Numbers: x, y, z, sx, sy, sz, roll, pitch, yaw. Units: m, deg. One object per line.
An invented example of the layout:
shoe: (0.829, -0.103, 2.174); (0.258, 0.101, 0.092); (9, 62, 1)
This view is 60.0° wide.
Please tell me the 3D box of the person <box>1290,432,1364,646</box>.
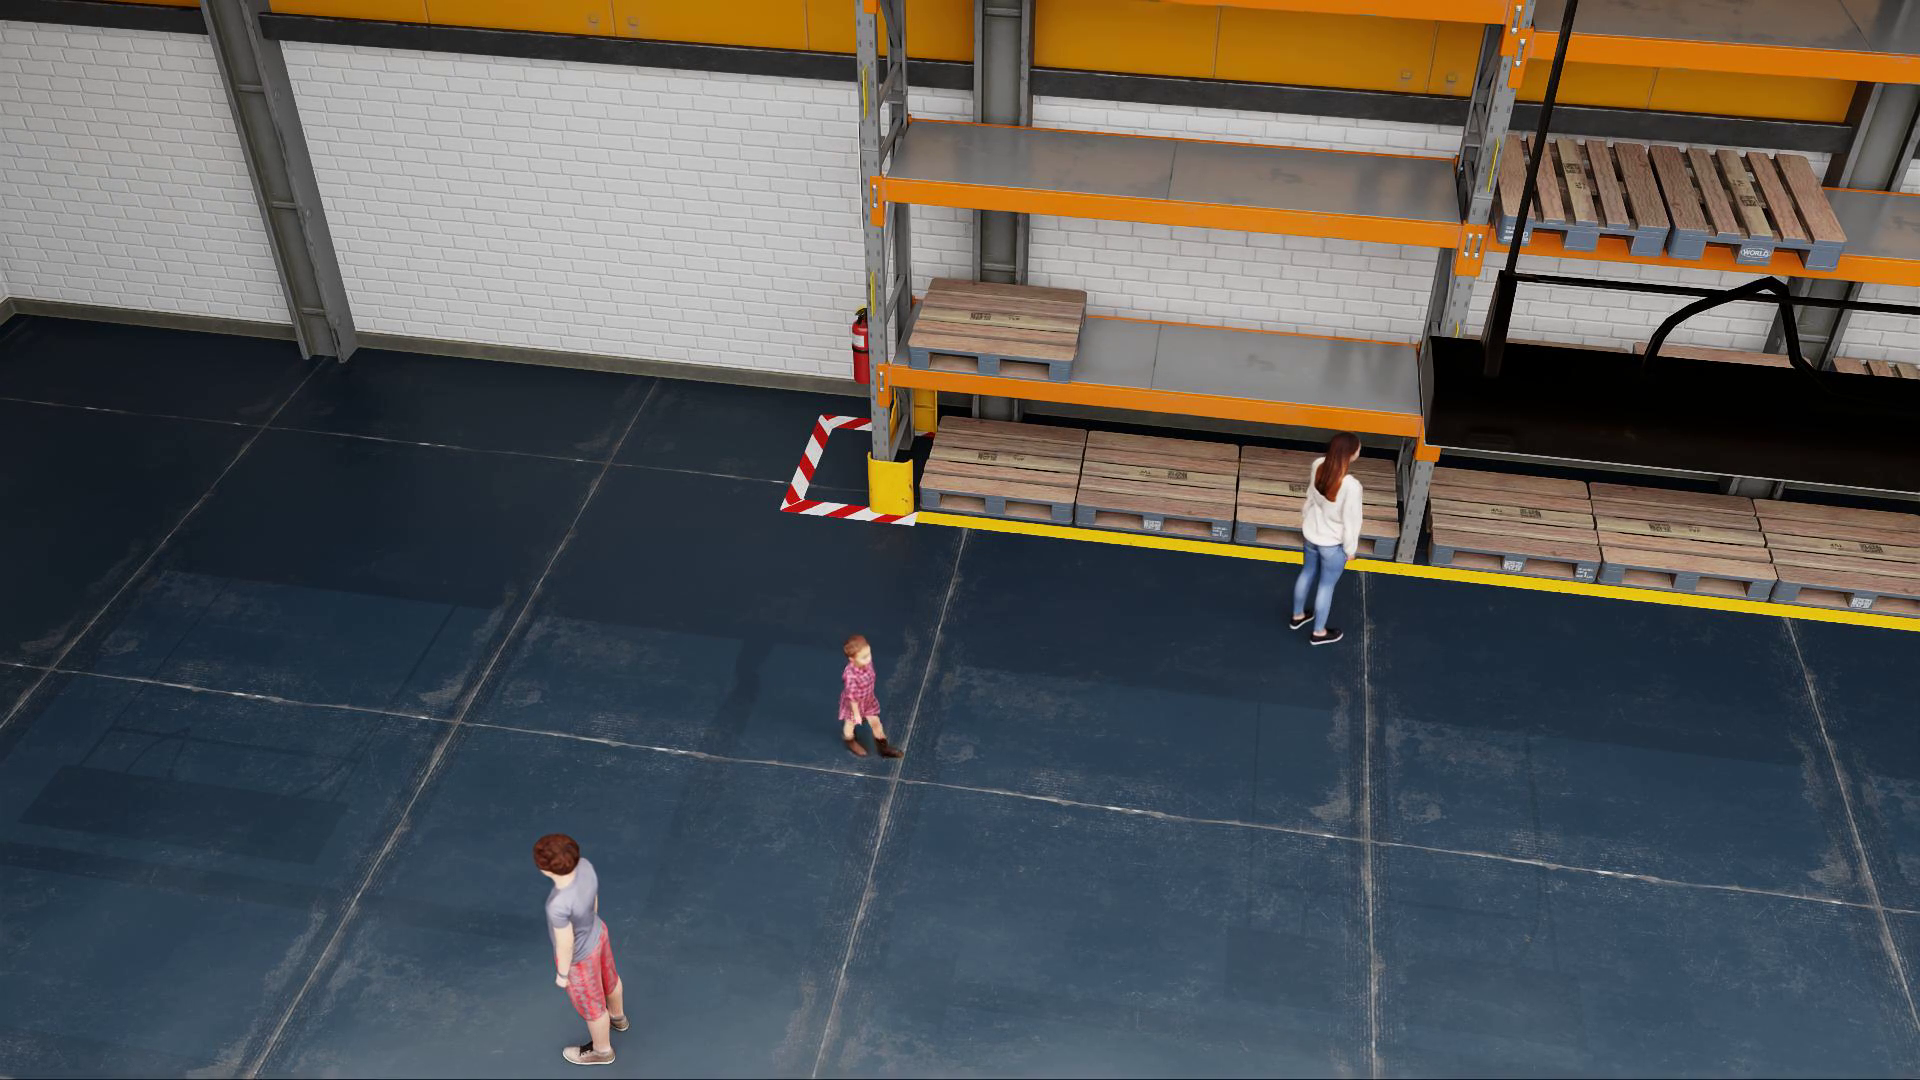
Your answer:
person: (2.509, -0.023, 11.353); (0.752, 1.691, 0.709); (-20, 43, -23)

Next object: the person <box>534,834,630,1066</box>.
person: (-1.971, 2.128, 8.692); (0.532, 1.651, 0.582); (9, 39, 11)

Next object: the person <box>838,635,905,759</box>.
person: (-0.682, 0.985, 10.639); (0.696, 1.007, 0.564); (21, 43, 25)
